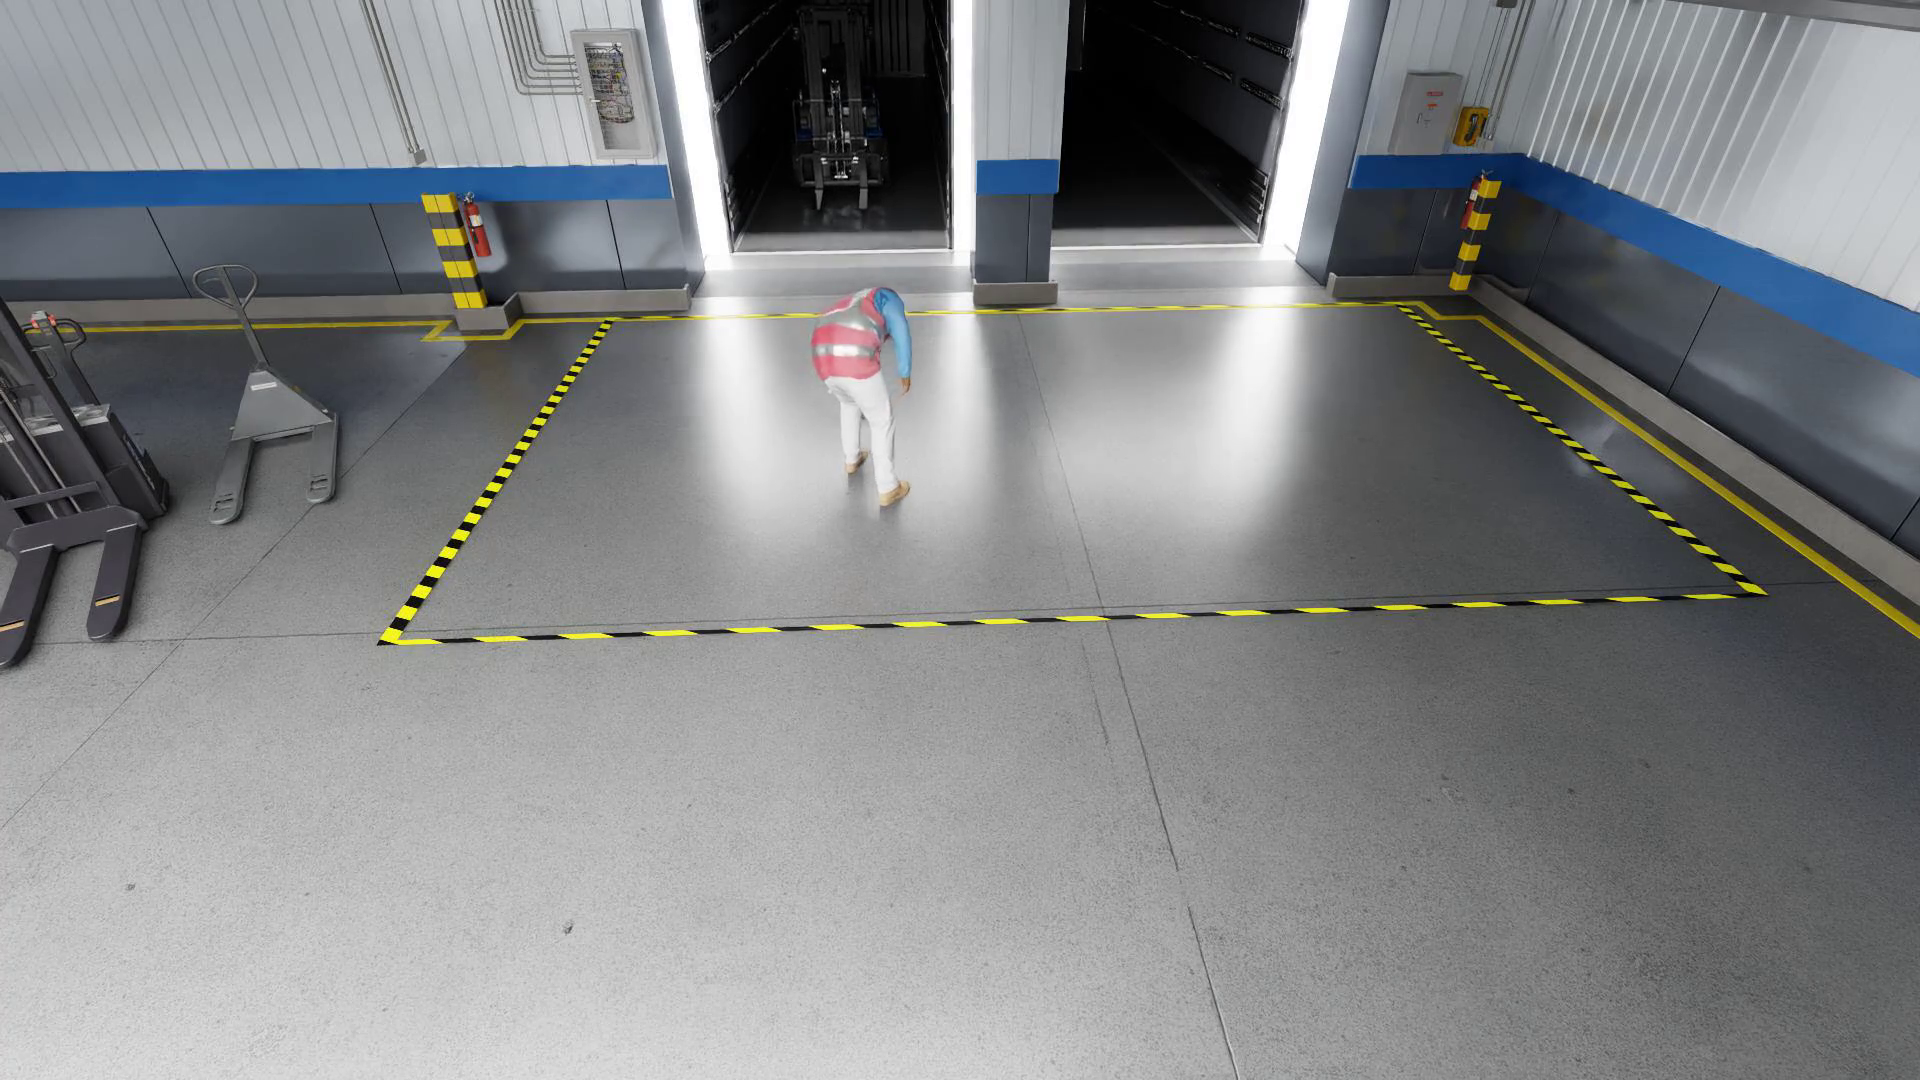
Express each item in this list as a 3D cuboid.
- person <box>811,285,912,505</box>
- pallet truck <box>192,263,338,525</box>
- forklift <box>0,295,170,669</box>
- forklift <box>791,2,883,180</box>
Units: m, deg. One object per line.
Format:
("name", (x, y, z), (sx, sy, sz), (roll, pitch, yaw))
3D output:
("person", (-0.589, -1.033, 6.128), (0.864, 1.289, 0.882), (24, 42, 31))
("pallet truck", (-4.778, -1.027, 6.128), (0.680, 1.201, 1.601), (-17, 38, -23))
("forklift", (-5.212, -0.618, 4.878), (0.823, 1.965, 1.885), (-20, 39, -26))
("forklift", (-1.679, -6.272, 12.689), (1.157, 2.036, 2.680), (-3, 35, -4))
